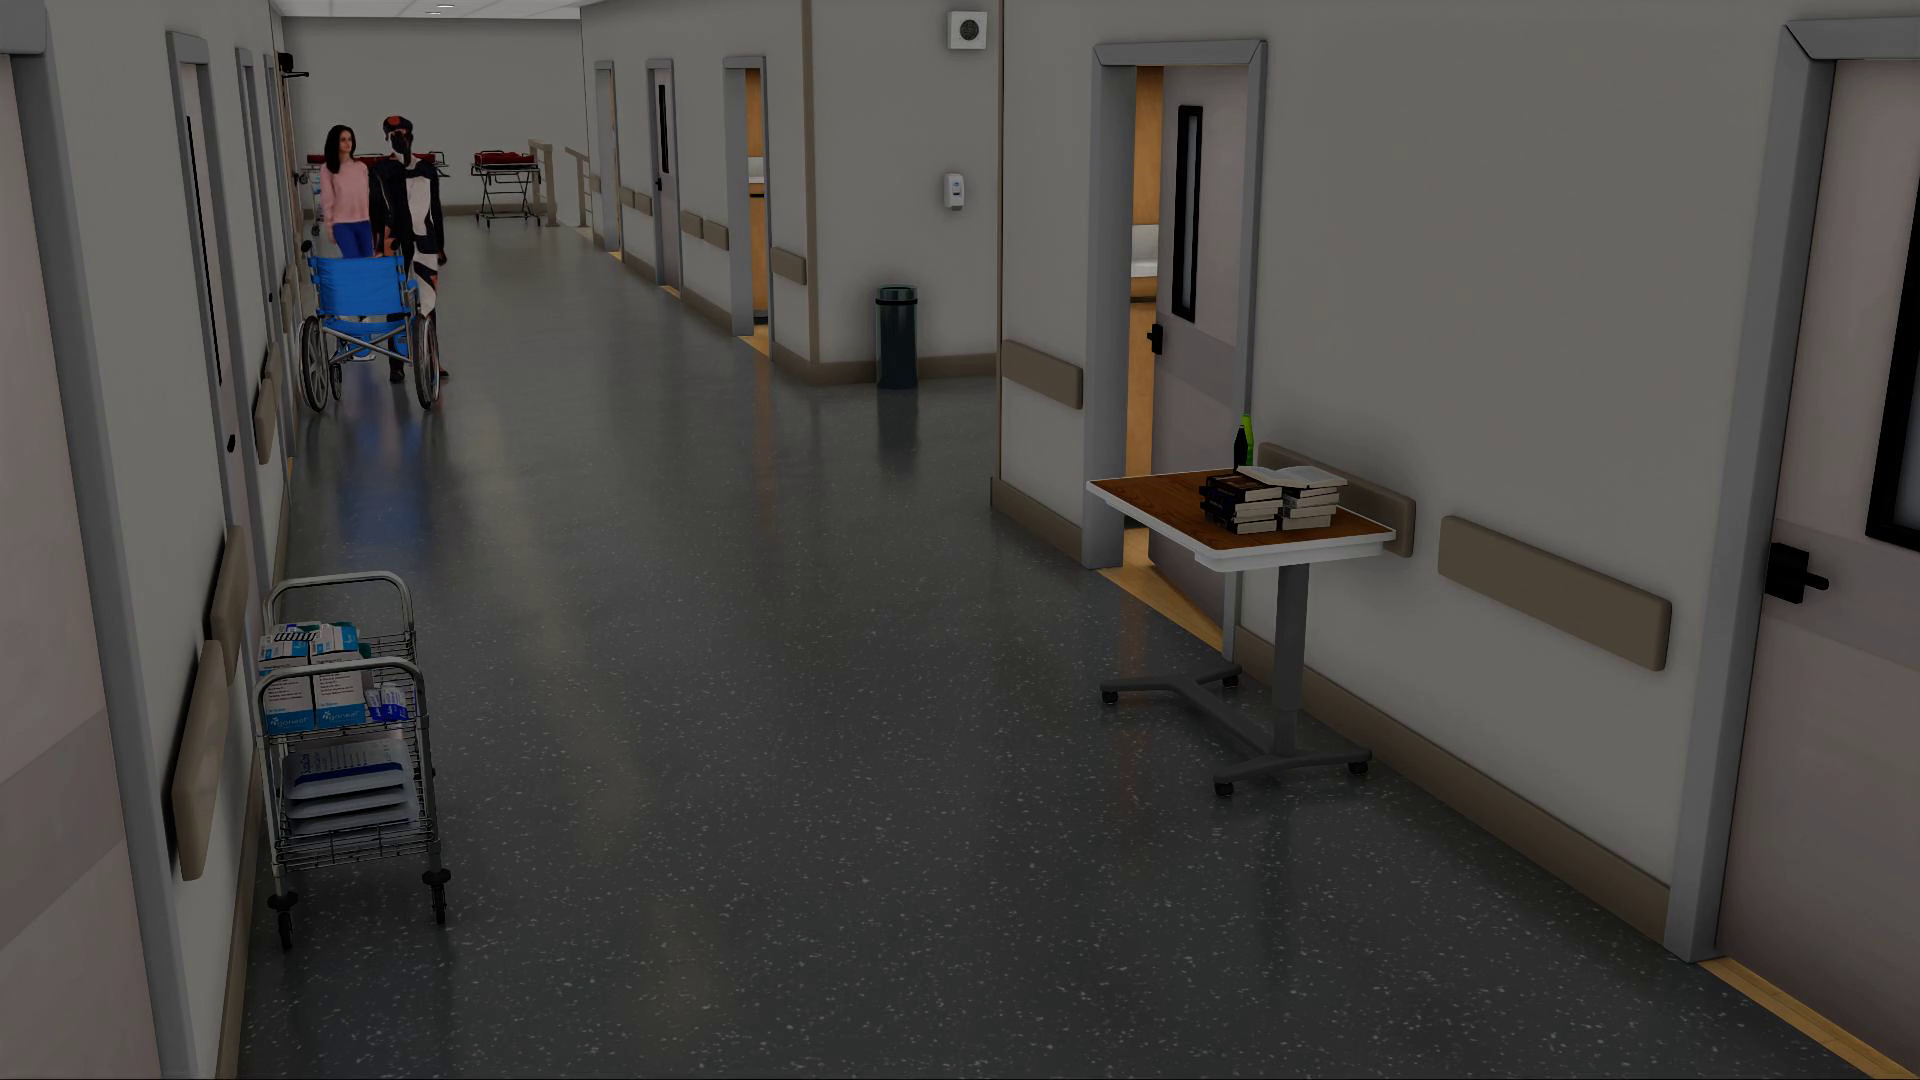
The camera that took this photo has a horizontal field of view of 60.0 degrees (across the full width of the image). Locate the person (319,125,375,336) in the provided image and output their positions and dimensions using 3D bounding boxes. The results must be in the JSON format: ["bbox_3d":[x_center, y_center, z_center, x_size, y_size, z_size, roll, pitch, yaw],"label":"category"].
[{"bbox_3d":[-5.245,-2.642,14.244,1.155,1.744,0.943,15,21,42],"label":"person"}]

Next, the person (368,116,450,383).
[{"bbox_3d":[-4.021,-2.124,12.133,0.710,1.892,0.640,-9,18,-28],"label":"person"}]
